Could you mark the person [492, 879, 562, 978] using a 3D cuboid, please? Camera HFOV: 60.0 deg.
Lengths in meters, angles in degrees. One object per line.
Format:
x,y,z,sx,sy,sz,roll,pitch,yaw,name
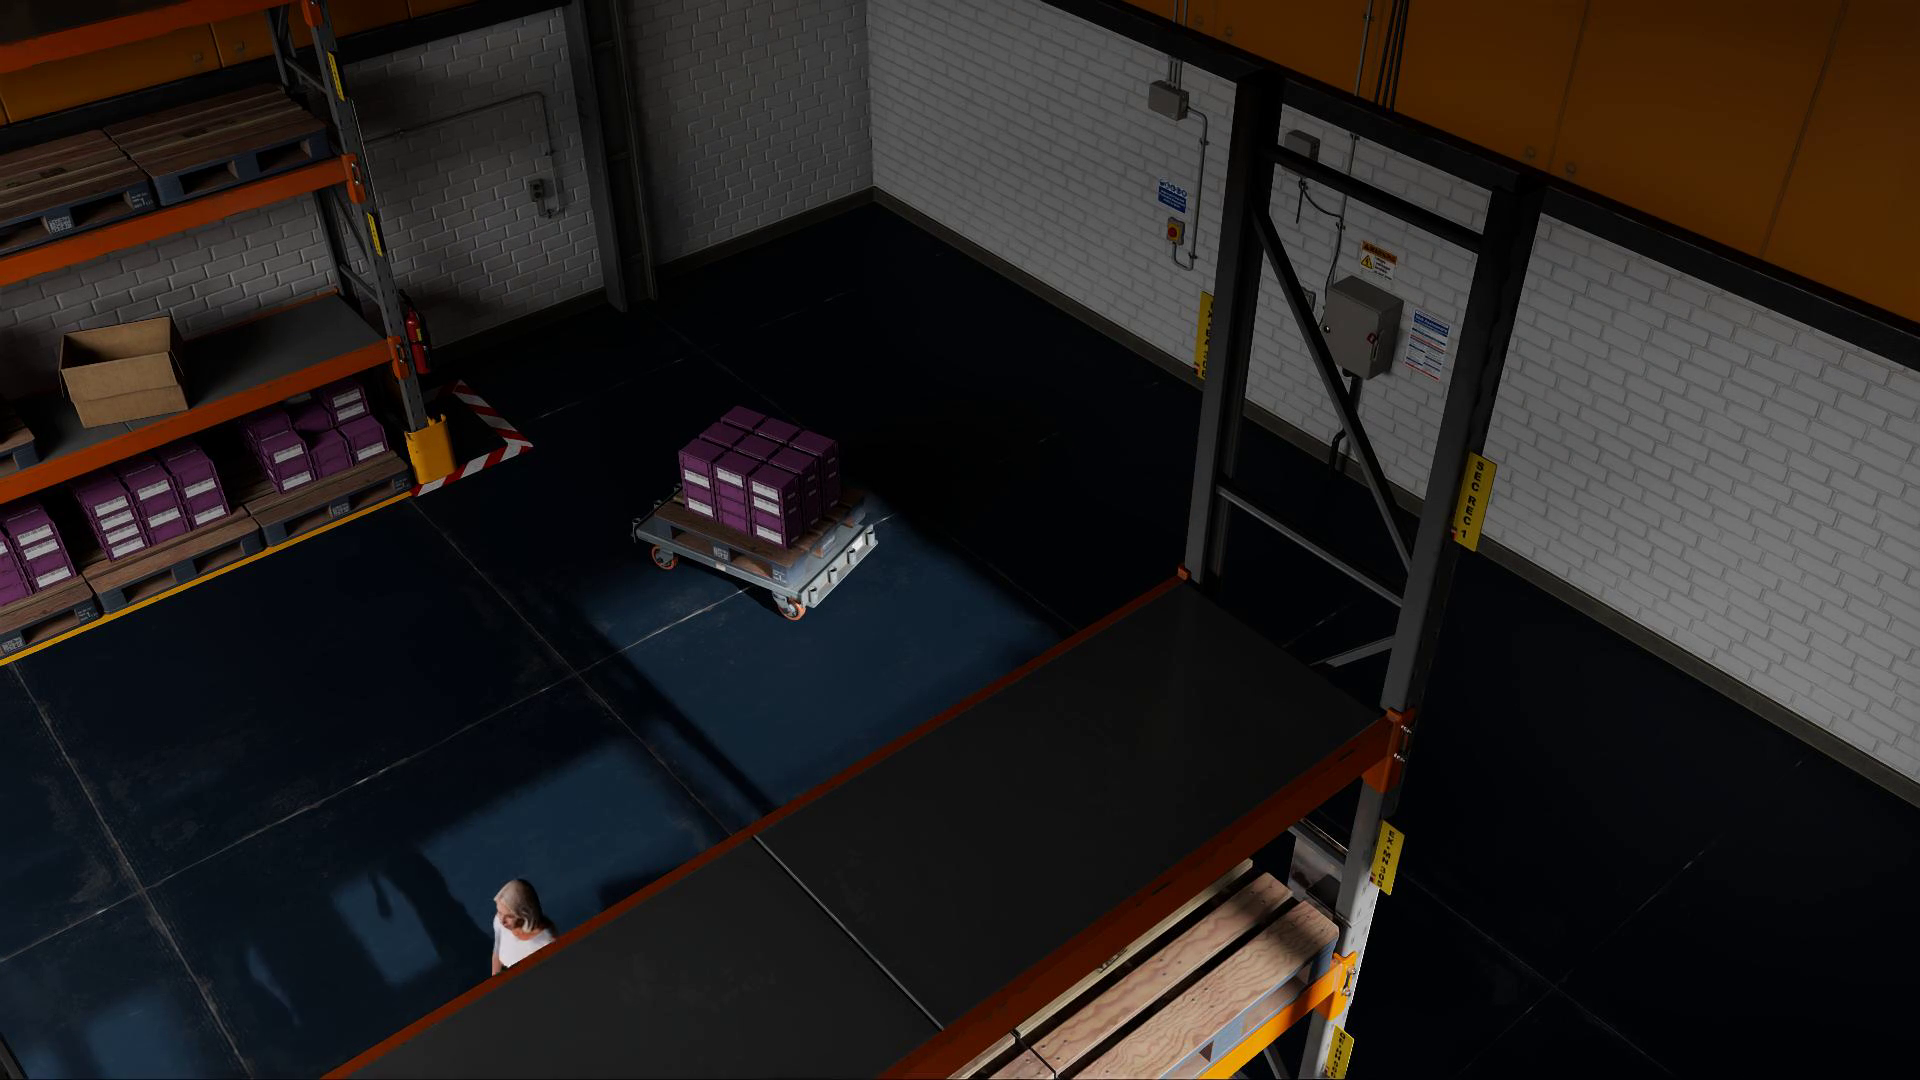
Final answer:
-2.102,2.266,8.617,0.772,1.713,1.064,23,44,26,person
